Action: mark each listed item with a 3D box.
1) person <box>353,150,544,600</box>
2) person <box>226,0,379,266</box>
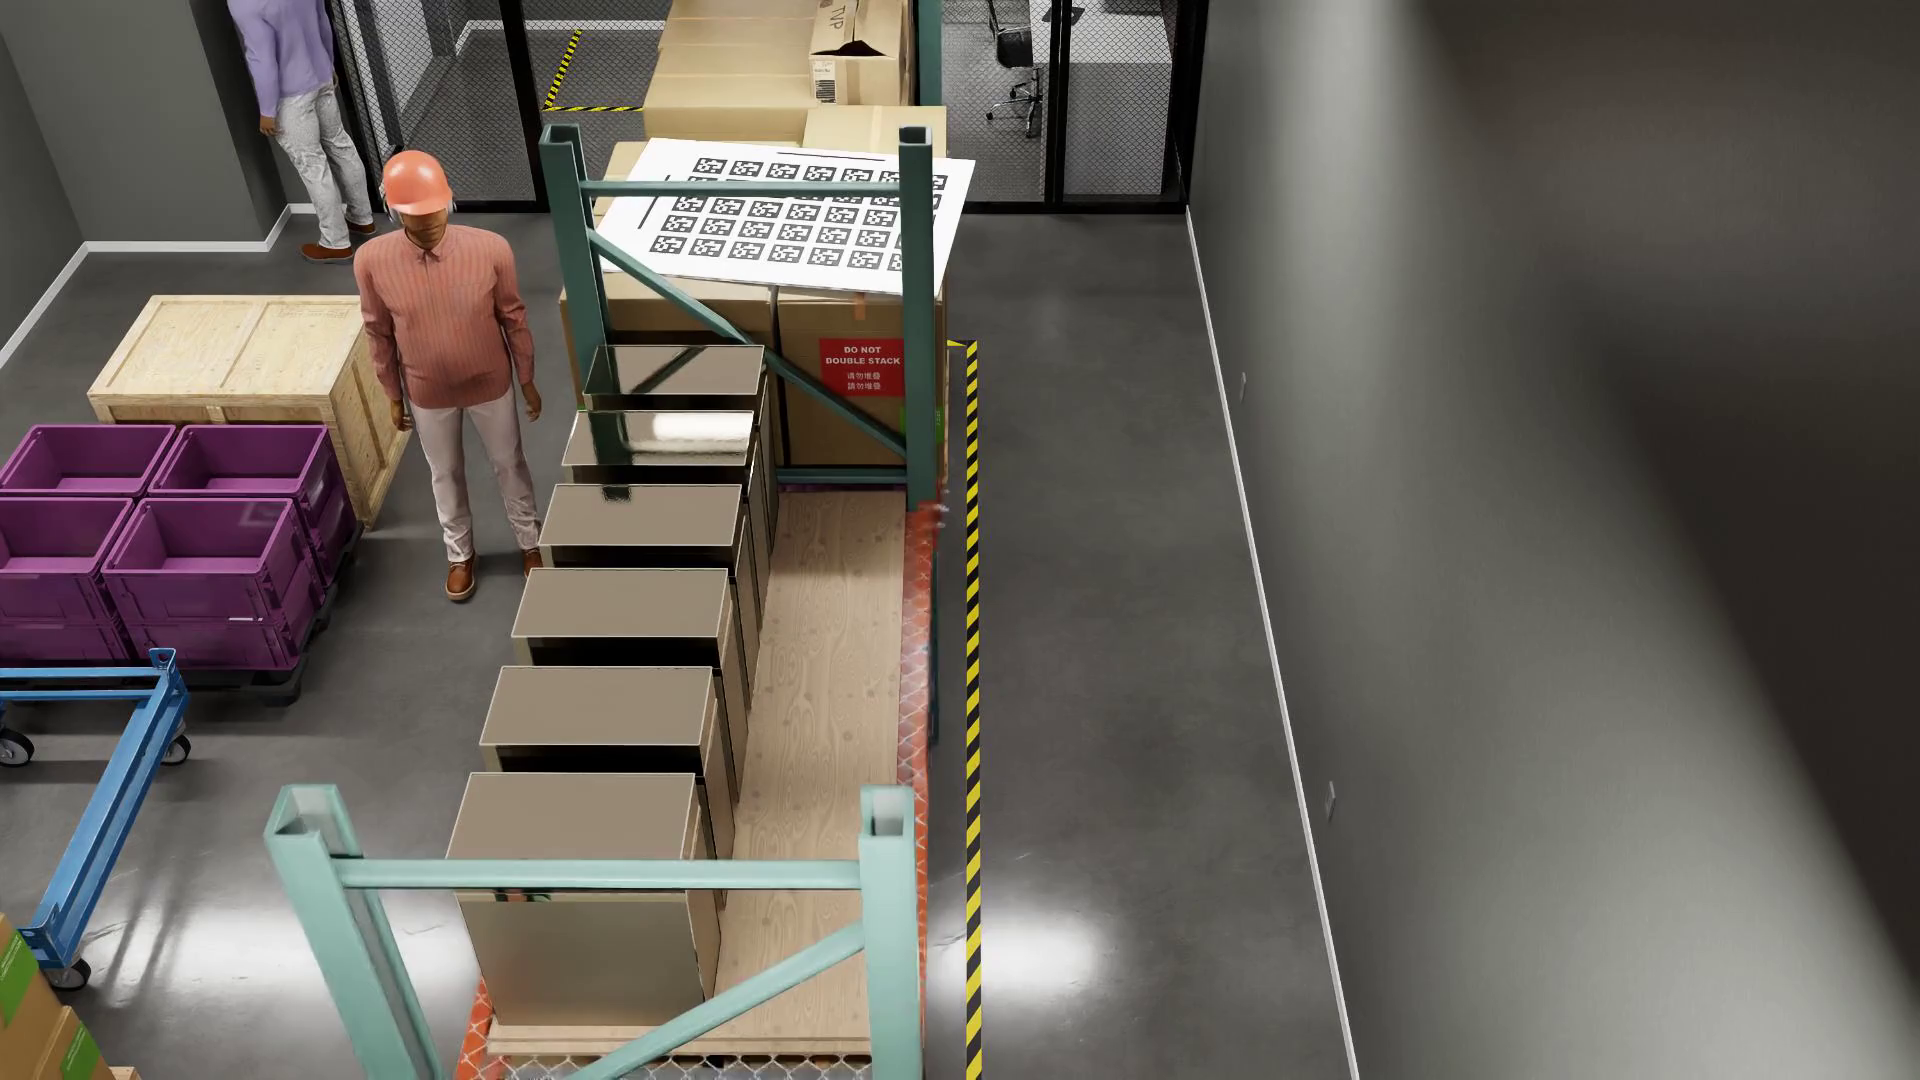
[{"bbox_3d":[-1.970,-0.620,6.552,0.610,1.997,0.373,-9,42,-10],"label":"person"},{"bbox_3d":[-3.410,-2.340,8.560,0.355,1.938,0.636,11,42,12],"label":"person"}]
